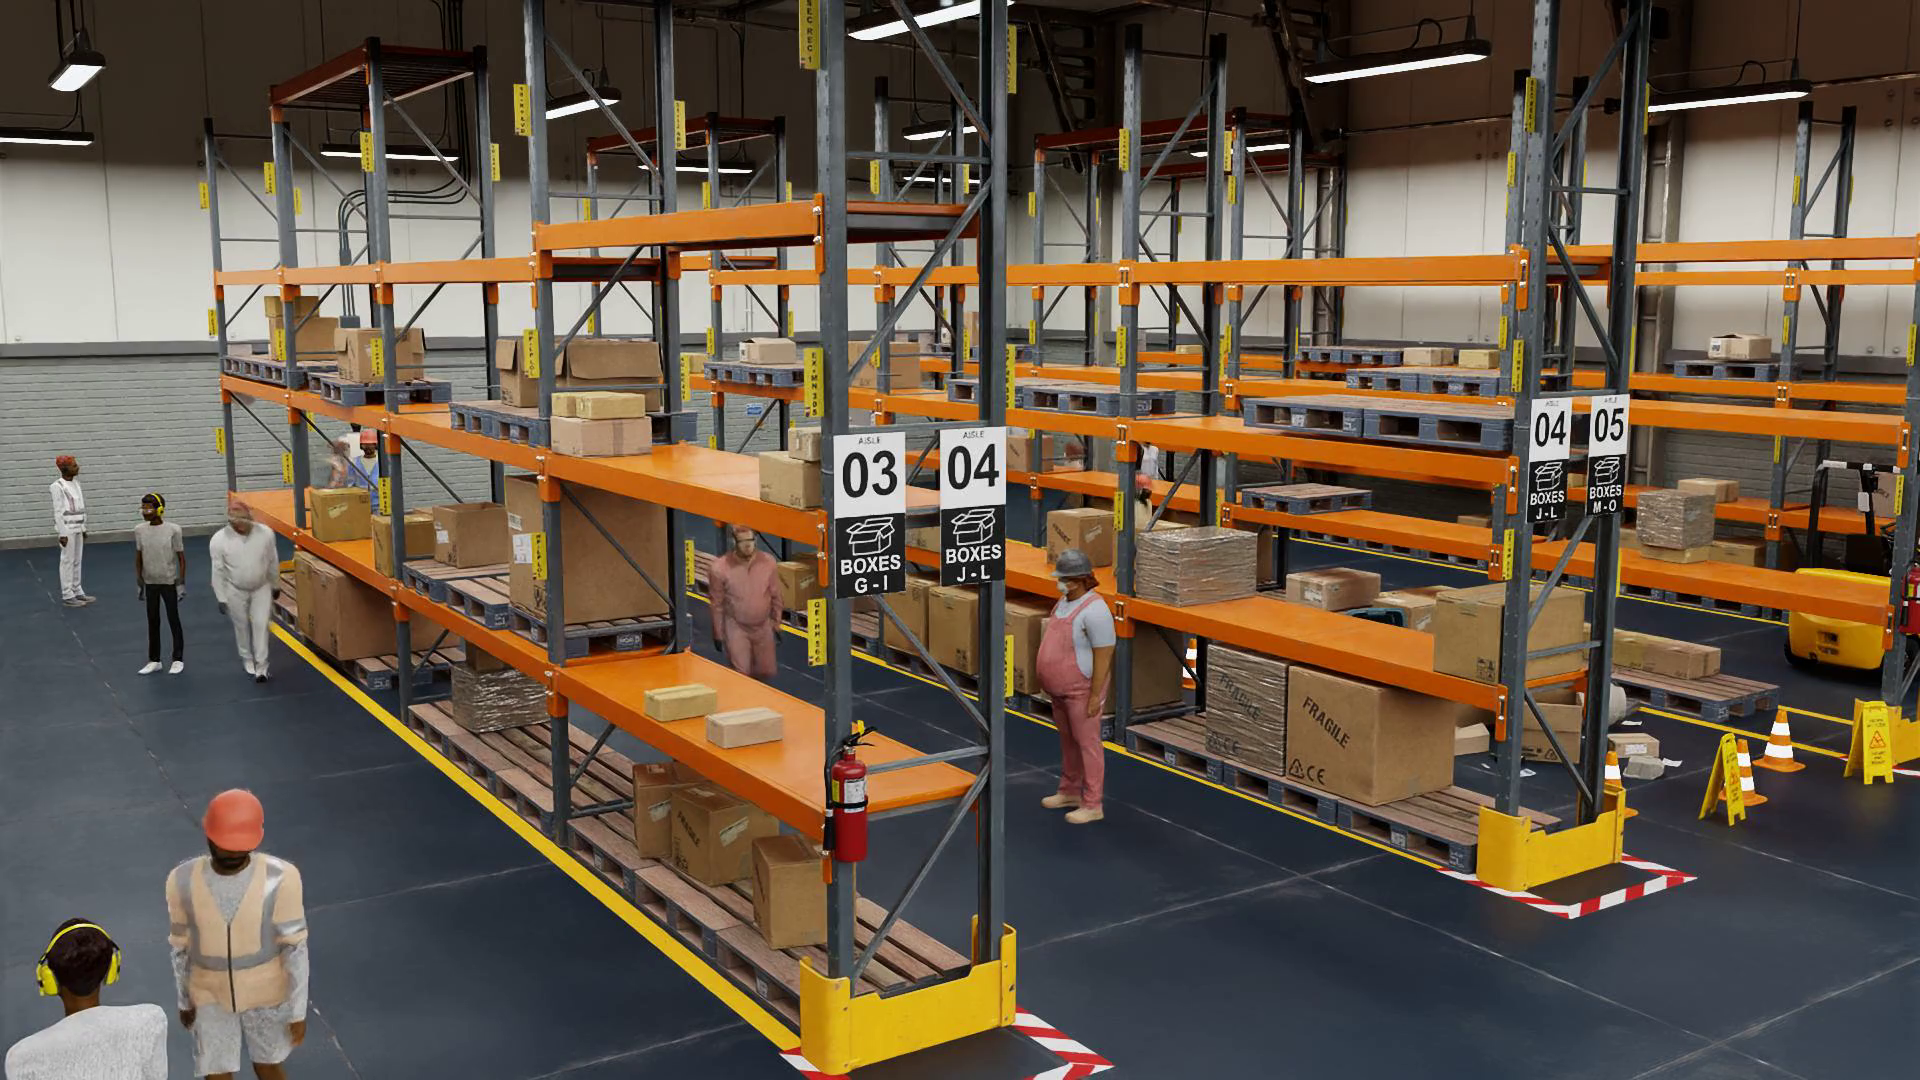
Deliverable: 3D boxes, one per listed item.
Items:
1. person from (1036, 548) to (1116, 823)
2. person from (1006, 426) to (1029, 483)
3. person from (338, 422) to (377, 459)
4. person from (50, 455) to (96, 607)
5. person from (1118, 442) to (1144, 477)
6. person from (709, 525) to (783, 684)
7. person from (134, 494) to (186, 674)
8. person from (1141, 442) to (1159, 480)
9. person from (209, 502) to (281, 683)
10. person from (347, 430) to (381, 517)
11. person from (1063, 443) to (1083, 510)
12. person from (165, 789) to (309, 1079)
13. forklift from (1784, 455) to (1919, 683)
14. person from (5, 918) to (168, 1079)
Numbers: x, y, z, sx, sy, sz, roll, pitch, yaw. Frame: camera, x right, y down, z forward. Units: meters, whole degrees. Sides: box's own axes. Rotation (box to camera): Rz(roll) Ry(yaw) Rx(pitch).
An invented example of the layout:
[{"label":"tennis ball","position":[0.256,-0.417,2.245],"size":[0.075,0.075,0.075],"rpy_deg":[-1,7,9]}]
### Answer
[{"label":"person","position":[0.826,1.060,12.305],"size":[0.536,2.000,0.688],"rpy_deg":[-3,9,-22]},{"label":"person","position":[1.221,-2.033,33.851],"size":[0.563,1.752,0.326],"rpy_deg":[2,9,14]},{"label":"person","position":[-9.846,-1.124,27.227],"size":[0.593,1.925,0.384],"rpy_deg":[-5,10,-28]},{"label":"person","position":[-11.032,-0.117,20.656],"size":[0.350,1.884,0.583],"rpy_deg":[-1,9,-4]},{"label":"person","position":[2.467,-0.769,24.474],"size":[0.370,2.044,0.608],"rpy_deg":[5,10,30]},{"label":"person","position":[-1.902,0.768,14.728],"size":[0.673,1.891,0.507],"rpy_deg":[-4,10,-27]},{"label":"person","position":[-8.158,0.447,16.973],"size":[0.513,1.866,0.331],"rpy_deg":[0,9,2]},{"label":"person","position":[2.962,-0.931,26.471],"size":[0.533,1.768,0.310],"rpy_deg":[-6,10,-33]},{"label":"person","position":[-7.127,0.513,16.651],"size":[0.655,1.827,1.025],"rpy_deg":[-4,10,-27]},{"label":"person","position":[-7.953,-0.471,22.480],"size":[0.607,2.048,0.370],"rpy_deg":[-2,9,-10]},{"label":"person","position":[1.793,-0.678,25.265],"size":[0.499,1.619,0.516],"rpy_deg":[-4,9,-23]},{"label":"person","position":[-3.032,1.933,6.994],"size":[0.572,1.875,0.970],"rpy_deg":[-2,9,-14]},{"label":"forklift","position":[9.643,0.253,17.172],"size":[2.313,2.155,1.214],"rpy_deg":[-6,10,-33]},{"label":"person","position":[-2.862,2.164,5.517],"size":[0.336,1.873,0.521],"rpy_deg":[8,12,44]}]
